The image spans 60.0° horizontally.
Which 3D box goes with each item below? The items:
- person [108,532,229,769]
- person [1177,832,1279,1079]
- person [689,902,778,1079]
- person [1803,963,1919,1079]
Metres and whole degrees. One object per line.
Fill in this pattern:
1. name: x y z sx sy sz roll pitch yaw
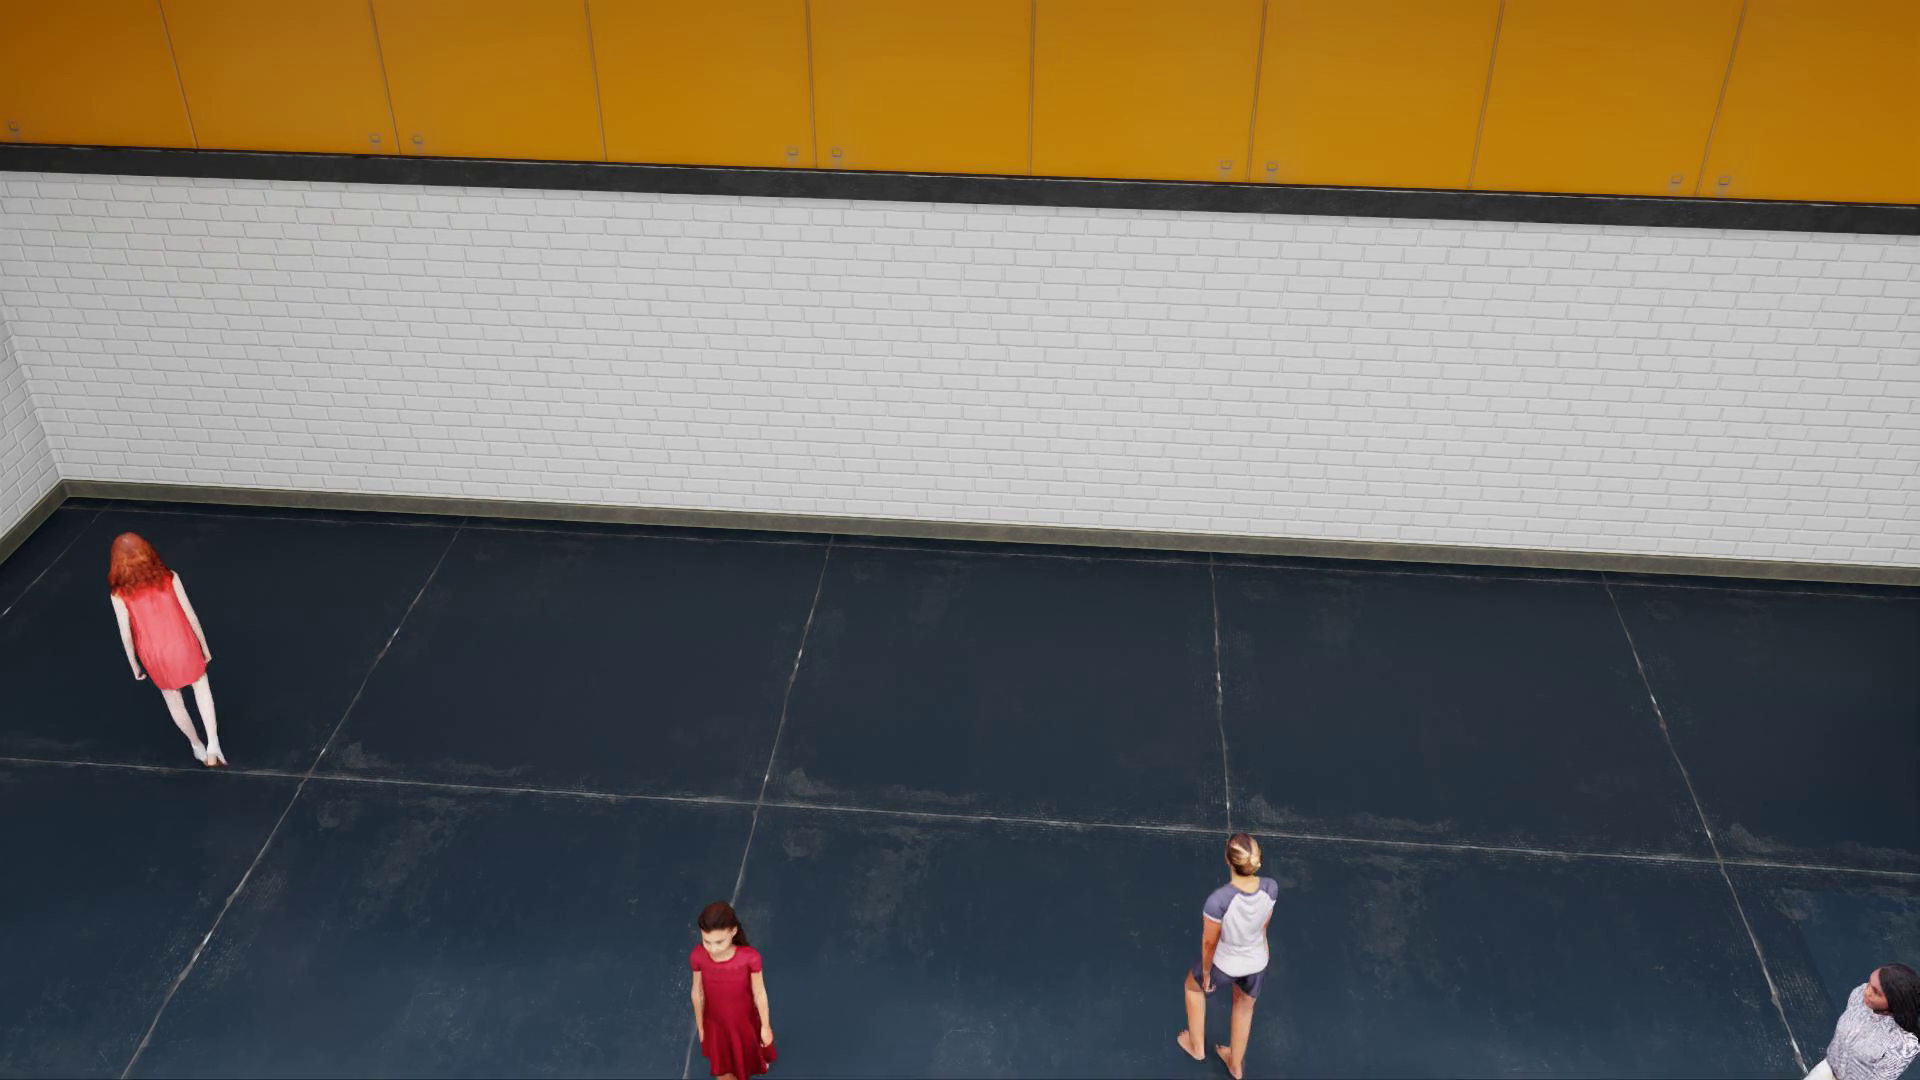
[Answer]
1. person: -4.928 0.770 10.432 0.845 1.814 0.923 -19 38 -27
2. person: 1.432 2.191 8.479 0.654 1.608 0.687 -8 34 -12
3. person: -1.118 2.343 8.314 0.607 1.537 0.865 0 34 -1
4. person: 4.233 2.598 7.774 0.716 1.711 0.620 -4 34 -6
